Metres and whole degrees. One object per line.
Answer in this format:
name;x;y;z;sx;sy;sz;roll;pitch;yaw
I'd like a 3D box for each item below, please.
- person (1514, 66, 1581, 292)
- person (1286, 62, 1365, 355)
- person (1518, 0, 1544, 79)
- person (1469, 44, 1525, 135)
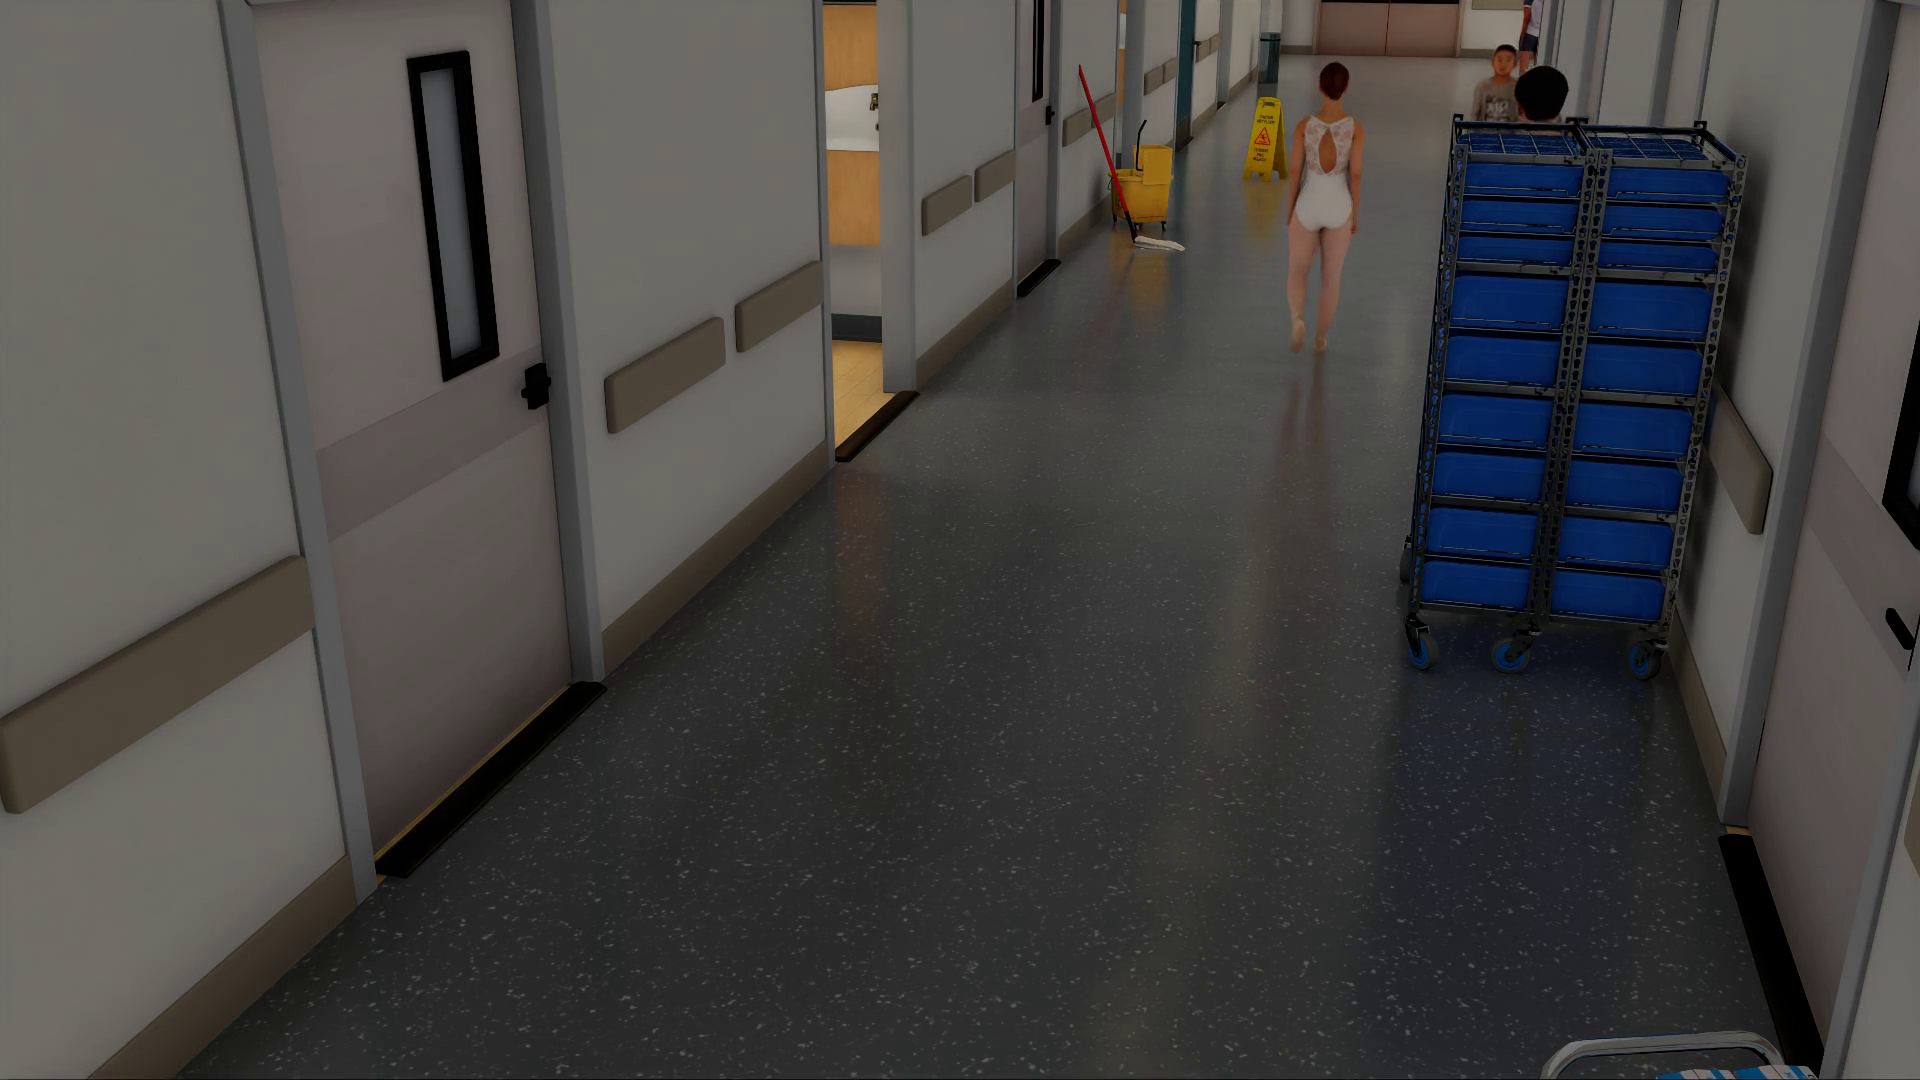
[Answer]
person;2.274;-0.878;6.590;0.712;1.803;1.106;7;22;18
person;2.018;-1.797;9.259;0.550;1.629;0.816;5;21;13
person;7.684;-6.727;22.283;0.655;1.624;0.663;-6;21;-14
person;4.183;-3.102;12.973;0.582;1.441;0.849;6;22;17
